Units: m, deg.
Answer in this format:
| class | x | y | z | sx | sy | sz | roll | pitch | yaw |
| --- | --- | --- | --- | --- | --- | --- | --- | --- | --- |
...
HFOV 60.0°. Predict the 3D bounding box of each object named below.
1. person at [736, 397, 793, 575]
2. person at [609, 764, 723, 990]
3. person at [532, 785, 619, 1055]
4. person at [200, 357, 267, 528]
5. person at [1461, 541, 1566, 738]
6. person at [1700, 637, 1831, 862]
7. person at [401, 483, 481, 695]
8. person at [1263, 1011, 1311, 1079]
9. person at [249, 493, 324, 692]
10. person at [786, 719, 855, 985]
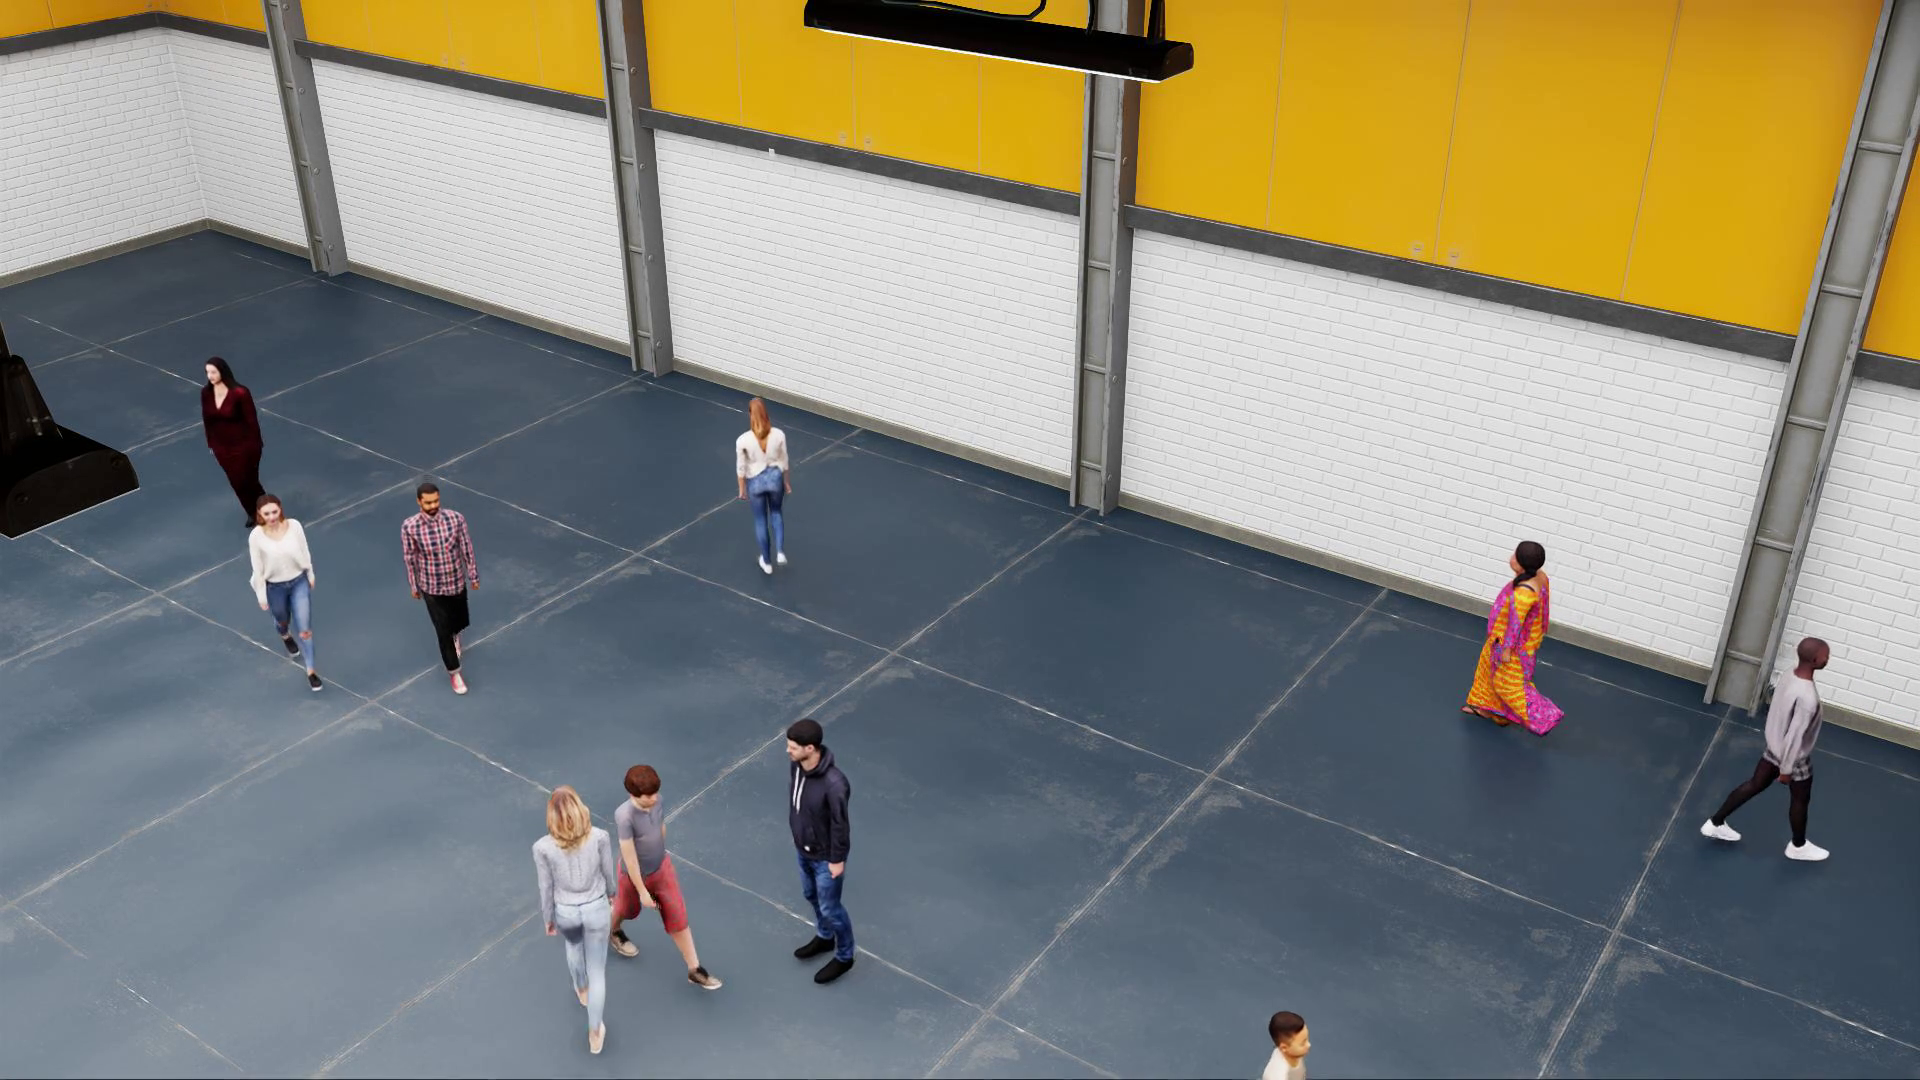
| class | x | y | z | sx | sy | sz | roll | pitch | yaw |
| --- | --- | --- | --- | --- | --- | --- | --- | --- | --- |
| person | -1.715 | -0.441 | 14.815 | 0.793 | 1.714 | 0.849 | -9 | 30 | -16 |
| person | -2.033 | 2.052 | 10.363 | 1.216 | 1.601 | 0.655 | 21 | 35 | 33 |
| person | -2.216 | 2.271 | 9.784 | 0.913 | 1.771 | 0.970 | -4 | 29 | -8 |
| person | -6.773 | -0.938 | 15.691 | 0.776 | 1.747 | 0.865 | 5 | 29 | 9 |
| person | 4.297 | 0.756 | 12.669 | 1.031 | 1.669 | 0.707 | 15 | 32 | 25 |
| person | 5.551 | 1.425 | 11.370 | 1.161 | 1.737 | 0.949 | 4 | 29 | 7 |
| person | -4.176 | 0.306 | 13.408 | 1.017 | 1.751 | 1.194 | -14 | 32 | -24 |
| person | 1.597 | 3.027 | 8.742 | 1.056 | 1.442 | 0.701 | 11 | 30 | 19 |
| person | -5.456 | 0.356 | 13.409 | 0.926 | 1.661 | 1.172 | -16 | 32 | -26 |
| person | -0.845 | 1.893 | 10.361 | 0.808 | 1.881 | 0.645 | -19 | 34 | -31 |
